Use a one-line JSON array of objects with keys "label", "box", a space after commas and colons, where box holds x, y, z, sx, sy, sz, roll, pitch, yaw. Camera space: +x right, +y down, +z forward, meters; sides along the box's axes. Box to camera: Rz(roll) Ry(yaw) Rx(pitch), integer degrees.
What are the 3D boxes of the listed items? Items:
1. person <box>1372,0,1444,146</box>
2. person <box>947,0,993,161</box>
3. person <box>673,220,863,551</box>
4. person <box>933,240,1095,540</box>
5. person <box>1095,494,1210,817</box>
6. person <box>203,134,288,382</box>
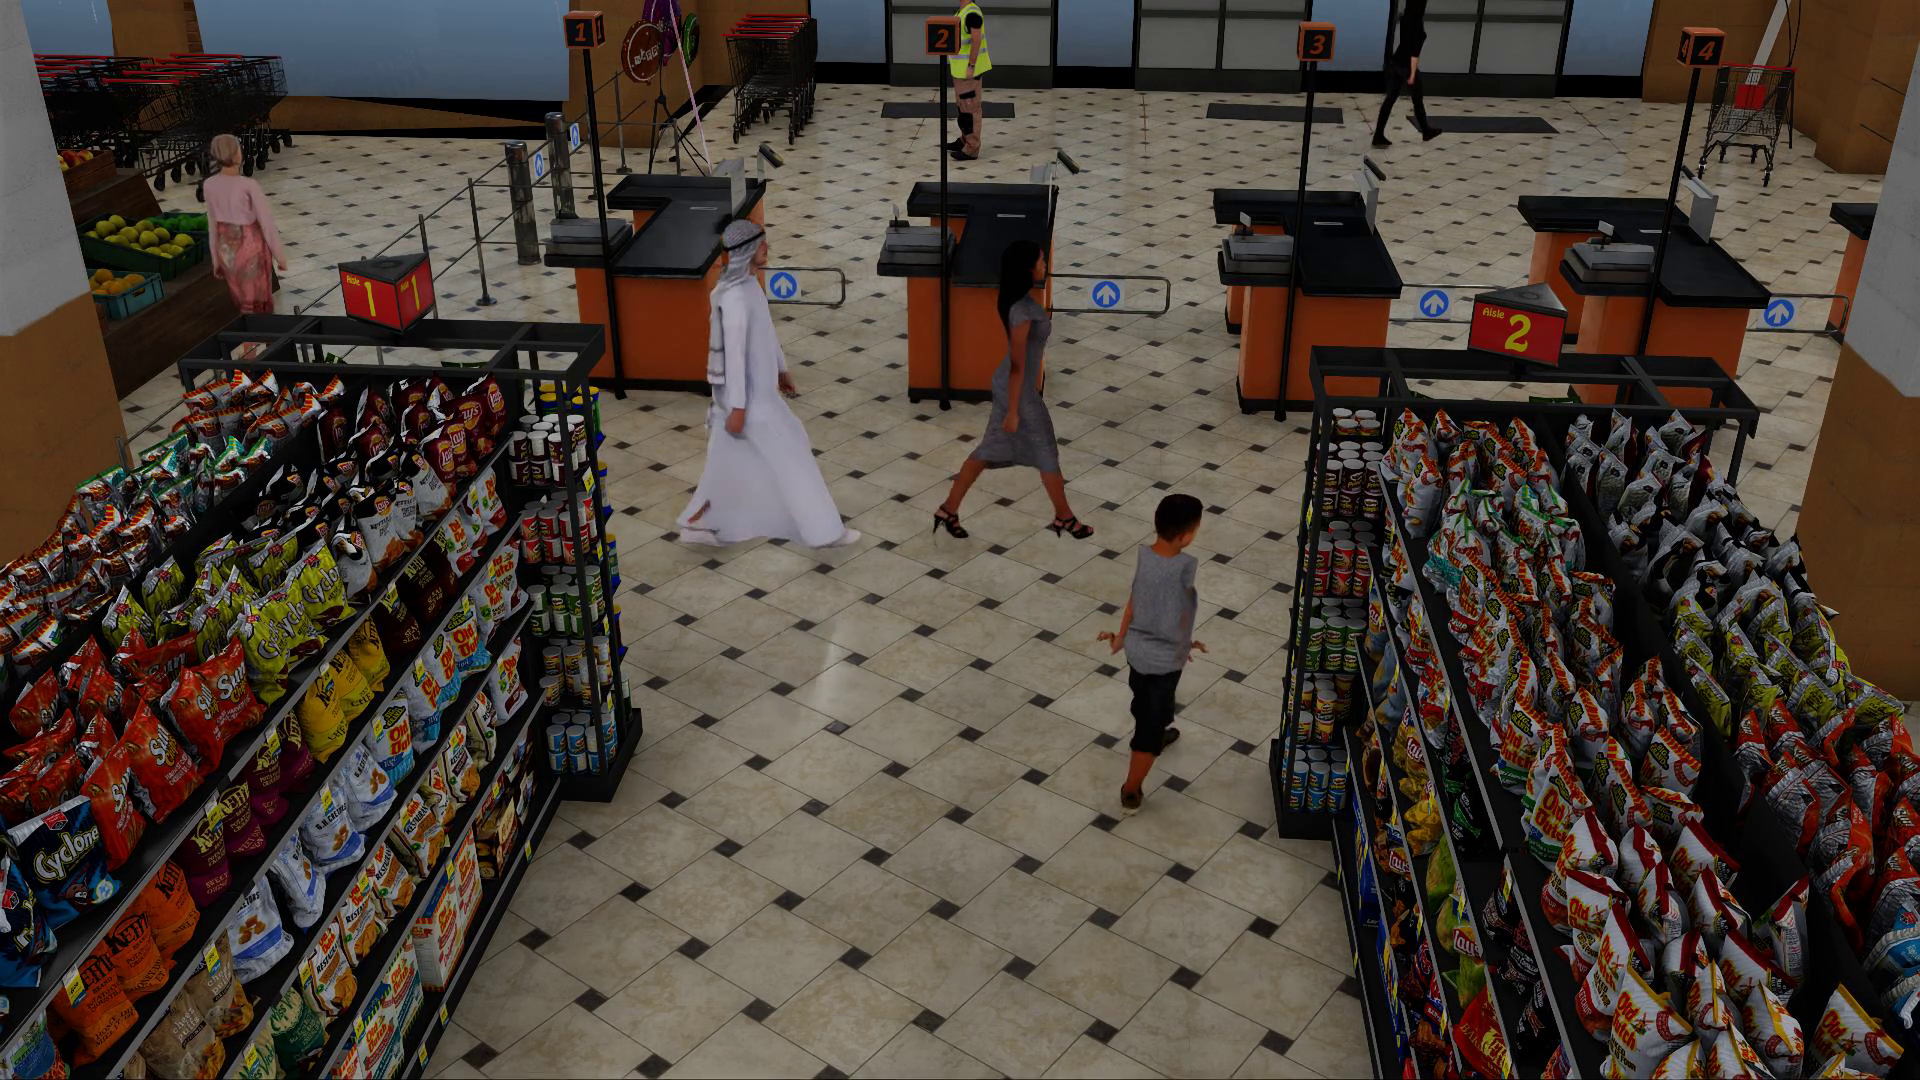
[{"label": "person", "box": [4.574, -4.906, 17.369, 0.948, 1.610, 1.033, -11, 29, -21]}, {"label": "person", "box": [0.062, -4.839, 16.974, 0.833, 1.847, 0.737, -4, 27, -8]}, {"label": "person", "box": [-1.216, -0.764, 8.909, 0.914, 1.875, 1.262, -3, 27, -6]}, {"label": "person", "box": [0.205, -0.733, 9.005, 0.868, 1.731, 1.130, -5, 27, -9]}, {"label": "person", "box": [0.821, 0.458, 6.999, 0.843, 1.422, 1.035, 12, 29, 22]}, {"label": "person", "box": [-4.905, -1.880, 11.354, 0.604, 1.654, 1.042, 2, 27, 4]}]
